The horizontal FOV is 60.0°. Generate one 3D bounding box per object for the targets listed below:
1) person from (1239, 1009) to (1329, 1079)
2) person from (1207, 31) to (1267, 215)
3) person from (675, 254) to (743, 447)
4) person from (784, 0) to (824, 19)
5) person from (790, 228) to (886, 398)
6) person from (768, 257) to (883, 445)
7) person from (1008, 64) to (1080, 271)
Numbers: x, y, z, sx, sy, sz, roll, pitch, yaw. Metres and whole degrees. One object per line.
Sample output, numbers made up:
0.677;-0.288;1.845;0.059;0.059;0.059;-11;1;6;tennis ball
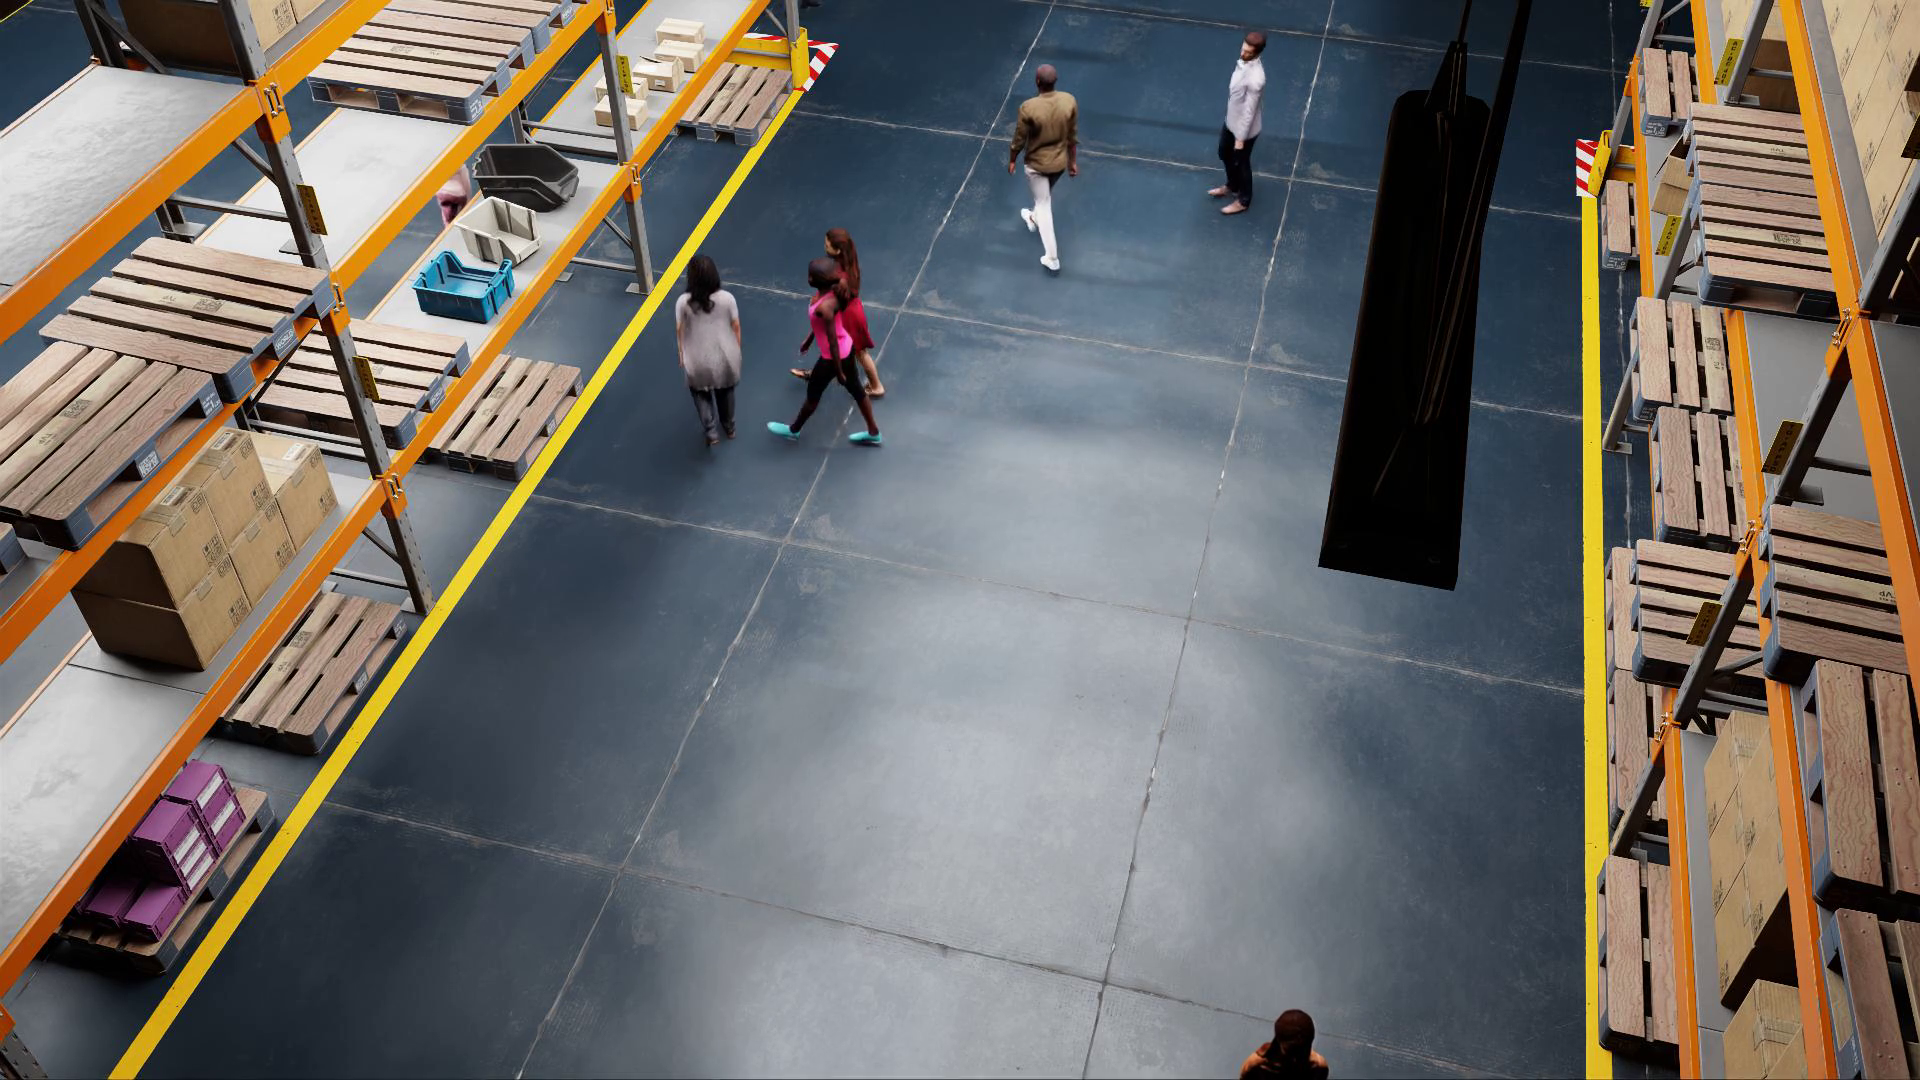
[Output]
1.494;2.800;7.985;0.635;1.832;0.602;-2;44;-2;person
2.547;-3.731;14.846;0.874;1.823;0.703;3;44;4;person
-1.877;-1.356;12.528;0.848;1.582;0.942;-7;44;-8;person
-1.846;-6.356;17.646;0.811;1.763;0.752;-10;45;-10;person
-0.820;-1.728;12.967;0.771;1.515;0.980;0;44;0;person
-0.841;-1.370;12.474;0.679;1.676;1.051;6;44;6;person
0.762;-3.166;14.283;1.183;1.783;1.304;-16;46;-16;person
